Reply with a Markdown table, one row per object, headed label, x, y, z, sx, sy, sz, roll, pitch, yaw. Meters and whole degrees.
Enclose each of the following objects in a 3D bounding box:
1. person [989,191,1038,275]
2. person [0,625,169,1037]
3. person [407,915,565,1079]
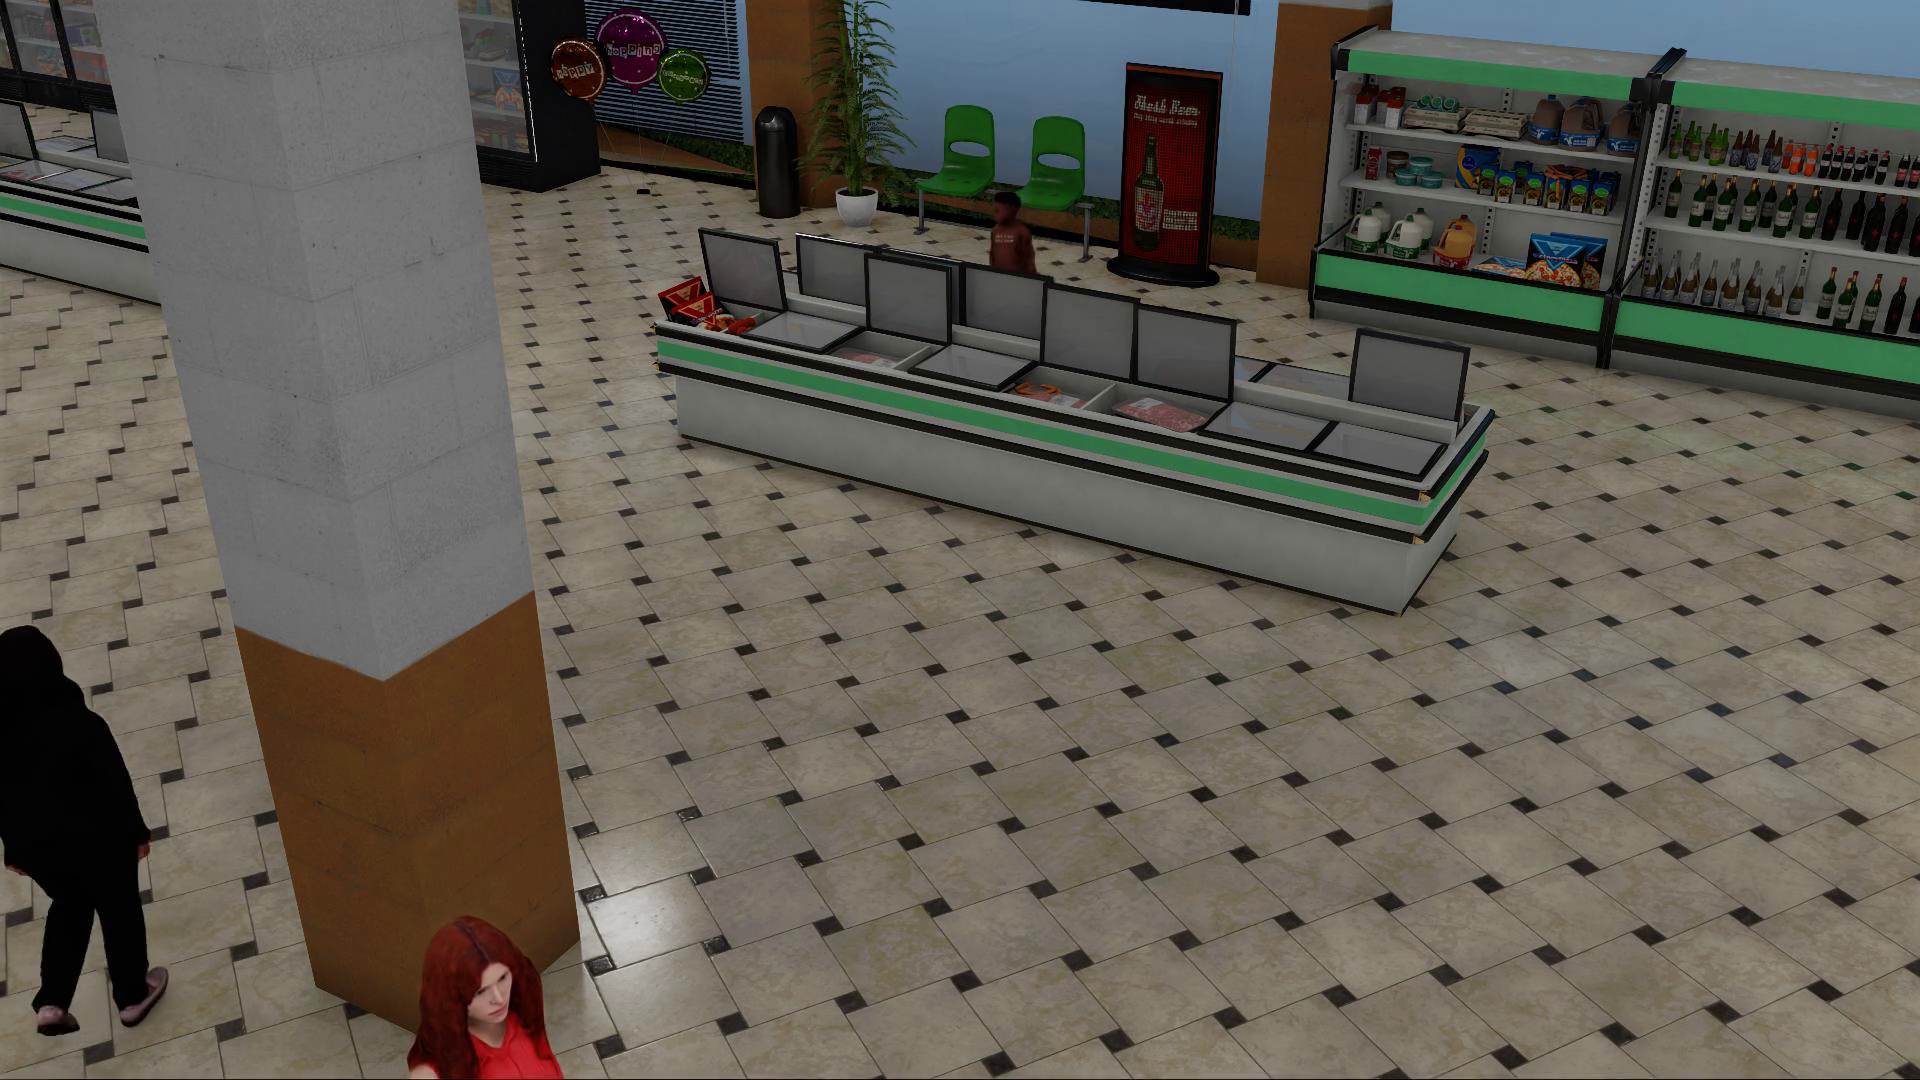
| label | x | y | z | sx | sy | sz | roll | pitch | yaw |
| --- | --- | --- | --- | --- | --- | --- | --- | --- | --- |
| person | 0.431 | -1.873 | 11.897 | 0.490 | 1.229 | 0.719 | 13 | 30 | 24 |
| person | -3.060 | 1.075 | 5.670 | 0.859 | 1.603 | 0.886 | 0 | 27 | 1 |
| person | -1.140 | 1.693 | 4.202 | 0.491 | 1.828 | 0.598 | 15 | 31 | 27 |
